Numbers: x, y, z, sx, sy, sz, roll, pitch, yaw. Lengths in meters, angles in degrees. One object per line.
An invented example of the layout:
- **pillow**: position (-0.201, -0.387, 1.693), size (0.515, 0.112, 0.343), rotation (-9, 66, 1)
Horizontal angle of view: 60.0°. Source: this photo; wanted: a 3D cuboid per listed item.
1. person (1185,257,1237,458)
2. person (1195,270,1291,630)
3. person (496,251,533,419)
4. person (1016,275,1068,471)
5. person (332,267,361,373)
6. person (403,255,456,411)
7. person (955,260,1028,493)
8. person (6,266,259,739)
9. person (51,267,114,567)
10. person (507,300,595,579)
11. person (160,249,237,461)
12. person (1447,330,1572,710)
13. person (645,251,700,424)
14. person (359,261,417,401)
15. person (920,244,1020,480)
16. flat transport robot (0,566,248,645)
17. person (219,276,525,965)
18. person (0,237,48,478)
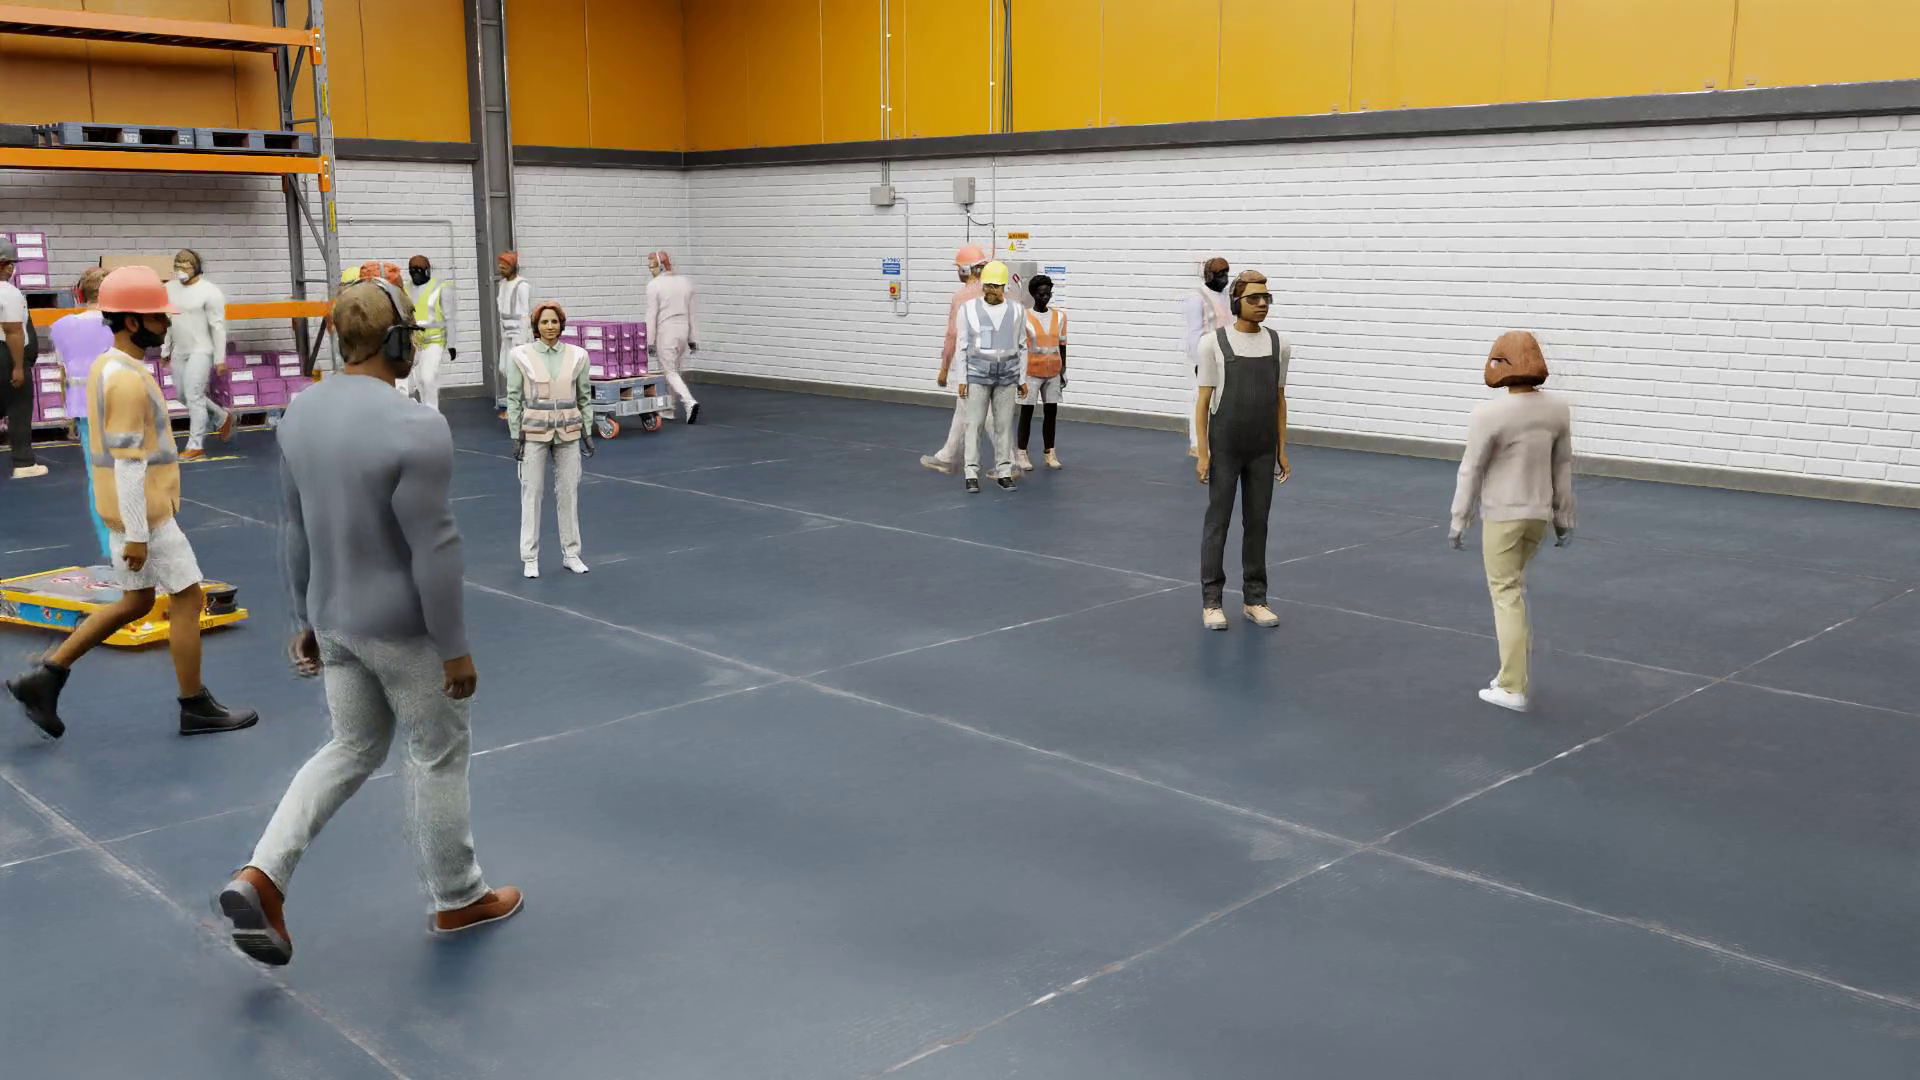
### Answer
- **person**: position (2.351, -1.630, 15.027), size (0.650, 1.819, 0.638), rotation (-9, 14, -40)
- **person**: position (1.459, -0.458, 8.574), size (0.511, 1.846, 0.341), rotation (-3, 11, -14)
- **person**: position (-4.862, -2.256, 18.362), size (0.522, 1.860, 0.621), rotation (-10, 14, -43)
- **person**: position (0.687, -1.439, 14.351), size (0.530, 1.689, 0.322), rotation (-5, 11, -24)
- **person**: position (-5.364, -1.549, 14.810), size (0.492, 1.740, 0.325), rotation (8, 13, 36)
- **person**: position (-5.495, -1.975, 16.924), size (0.664, 1.815, 0.636), rotation (3, 11, 15)
- **person**: position (0.258, -1.283, 13.132), size (0.587, 1.825, 0.404), rotation (-2, 11, -13)
- **person**: position (-3.334, -0.123, 6.588), size (0.817, 1.911, 0.551), rotation (-7, 12, -33)
- **person**: position (-5.198, -0.737, 10.136), size (0.580, 1.829, 0.453), rotation (-1, 10, -3)
- **person**: position (-2.433, -0.601, 9.909), size (0.514, 1.642, 0.314), rotation (-6, 12, -28)
- **person**: position (-6.916, -1.696, 15.180), size (0.683, 1.902, 0.756), rotation (4, 11, 20)
- **person**: position (2.340, -0.089, 7.158), size (0.528, 1.614, 0.454), rotation (-5, 11, -24)
- **person**: position (-3.109, -2.190, 17.987), size (0.872, 1.867, 0.670), rotation (8, 13, 38)
- **person**: position (-3.114, -0.564, 9.044), size (0.341, 1.882, 0.587), rotation (-8, 13, -37)
- **person**: position (0.099, -1.481, 13.883), size (1.035, 1.945, 0.625), rotation (7, 12, 33)
- **flat transport robot**: position (-4.471, 0.319, 8.631), size (1.431, 0.197, 0.652), rotation (5, 12, 26)
- **person**: position (-1.626, 0.242, 4.576), size (0.646, 1.917, 0.816), rotation (6, 12, 31)
- **person**: position (-8.010, -1.510, 13.778), size (0.701, 2.000, 0.732), rotation (5, 11, 24)
